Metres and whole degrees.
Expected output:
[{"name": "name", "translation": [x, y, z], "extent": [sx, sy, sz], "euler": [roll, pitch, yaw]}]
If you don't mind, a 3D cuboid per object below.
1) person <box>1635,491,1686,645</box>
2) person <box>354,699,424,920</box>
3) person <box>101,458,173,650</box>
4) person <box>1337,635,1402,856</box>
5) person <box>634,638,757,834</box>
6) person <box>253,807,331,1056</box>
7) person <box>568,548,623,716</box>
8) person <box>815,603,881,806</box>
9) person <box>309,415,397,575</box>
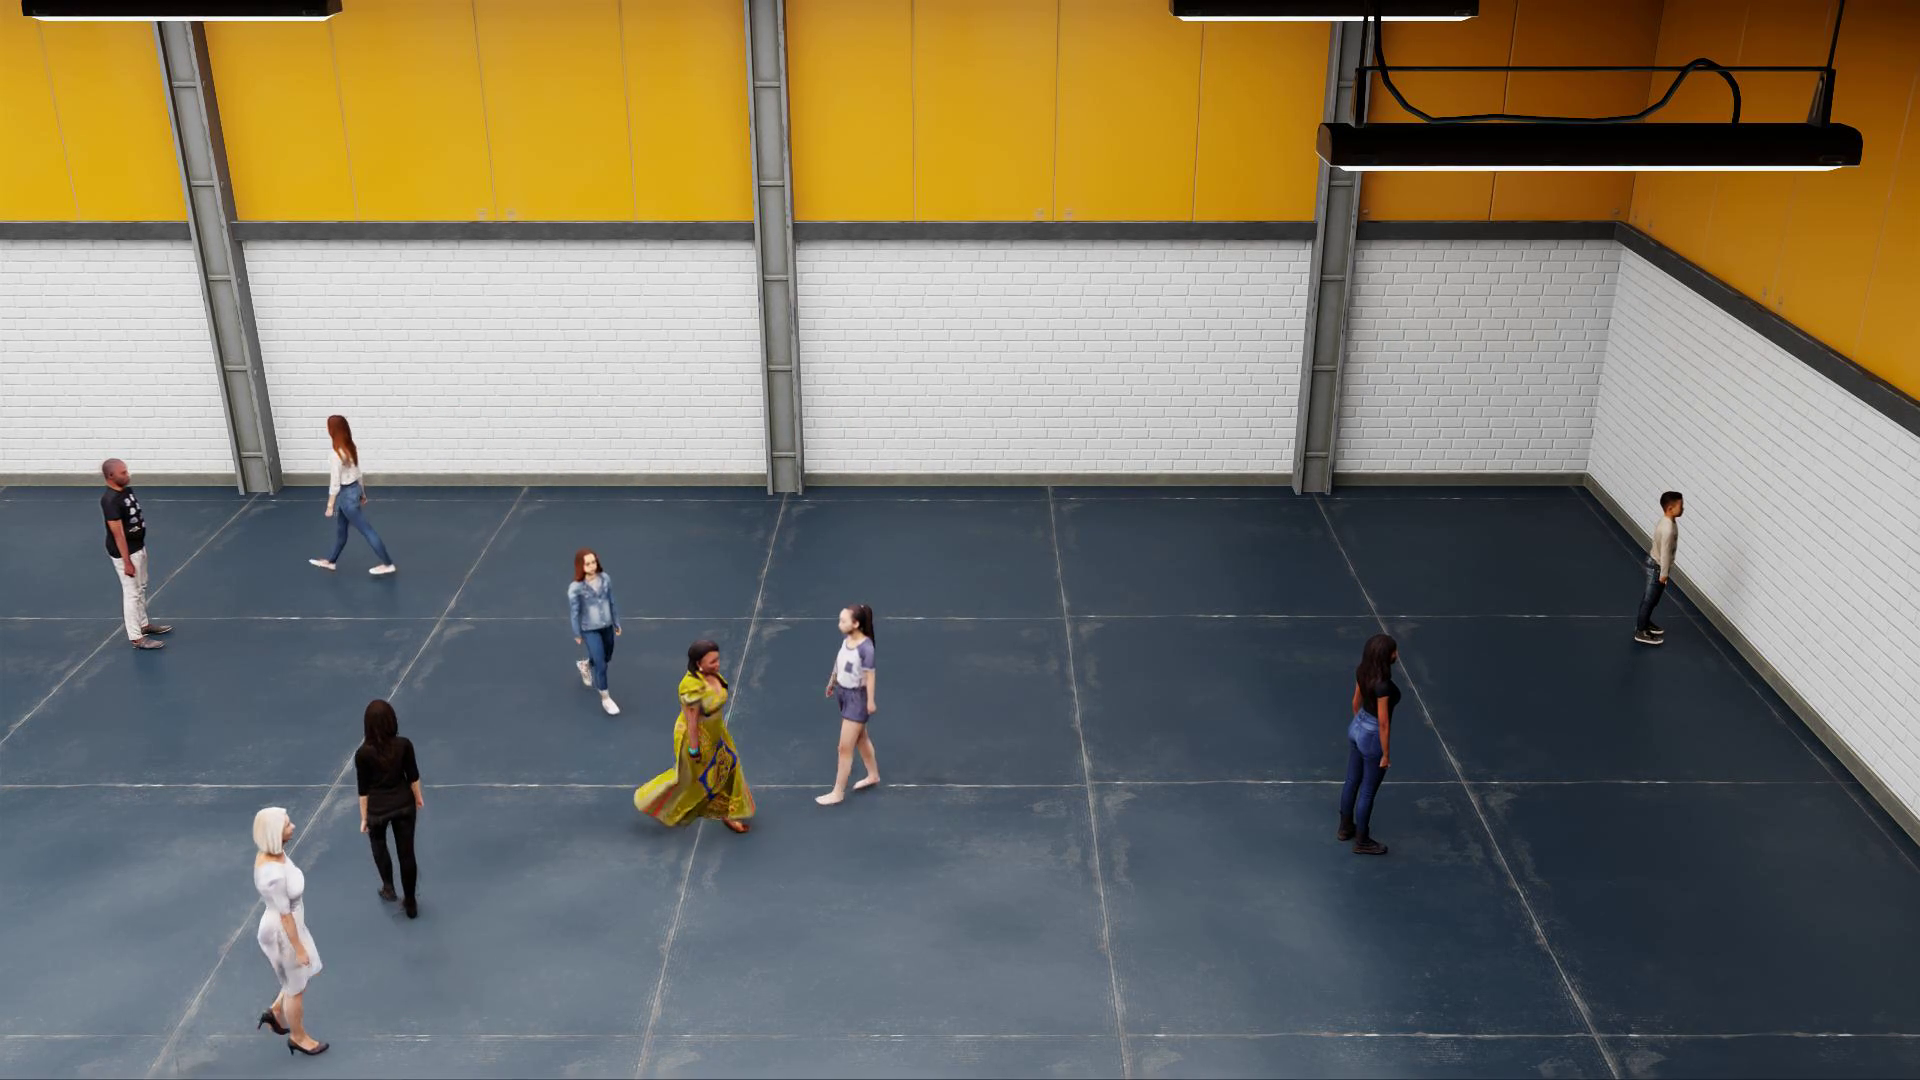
[{"name": "person", "translation": [6.446, 0.232, 15.338], "extent": [0.602, 1.460, 0.599], "euler": [9, 25, 19]}, {"name": "person", "translation": [-3.867, 1.882, 11.360], "extent": [0.765, 1.623, 0.820], "euler": [-13, 27, -27]}, {"name": "person", "translation": [-7.600, 0.103, 15.205], "extent": [0.645, 1.804, 0.709], "euler": [-5, 24, -10]}, {"name": "person", "translation": [2.984, 1.475, 12.147], "extent": [0.612, 1.739, 0.627], "euler": [-7, 25, -15]}, {"name": "person", "translation": [-1.985, 1.464, 12.313], "extent": [1.175, 1.626, 0.926], "euler": [7, 24, 15]}, {"name": "person", "translation": [-4.151, 2.404, 10.022], "extent": [0.745, 1.739, 0.680], "euler": [-8, 25, -18]}, {"name": "person", "translation": [-3.132, 0.734, 14.191], "extent": [0.976, 1.459, 0.904], "euler": [21, 31, 40]}, {"name": "person", "translation": [-0.742, 1.225, 12.852], "extent": [0.931, 1.631, 0.799], "euler": [-10, 26, -22]}, {"name": "person", "translation": [-5.971, -0.403, 16.512], "extent": [1.089, 1.683, 0.602], "euler": [0, 24, -1]}]
